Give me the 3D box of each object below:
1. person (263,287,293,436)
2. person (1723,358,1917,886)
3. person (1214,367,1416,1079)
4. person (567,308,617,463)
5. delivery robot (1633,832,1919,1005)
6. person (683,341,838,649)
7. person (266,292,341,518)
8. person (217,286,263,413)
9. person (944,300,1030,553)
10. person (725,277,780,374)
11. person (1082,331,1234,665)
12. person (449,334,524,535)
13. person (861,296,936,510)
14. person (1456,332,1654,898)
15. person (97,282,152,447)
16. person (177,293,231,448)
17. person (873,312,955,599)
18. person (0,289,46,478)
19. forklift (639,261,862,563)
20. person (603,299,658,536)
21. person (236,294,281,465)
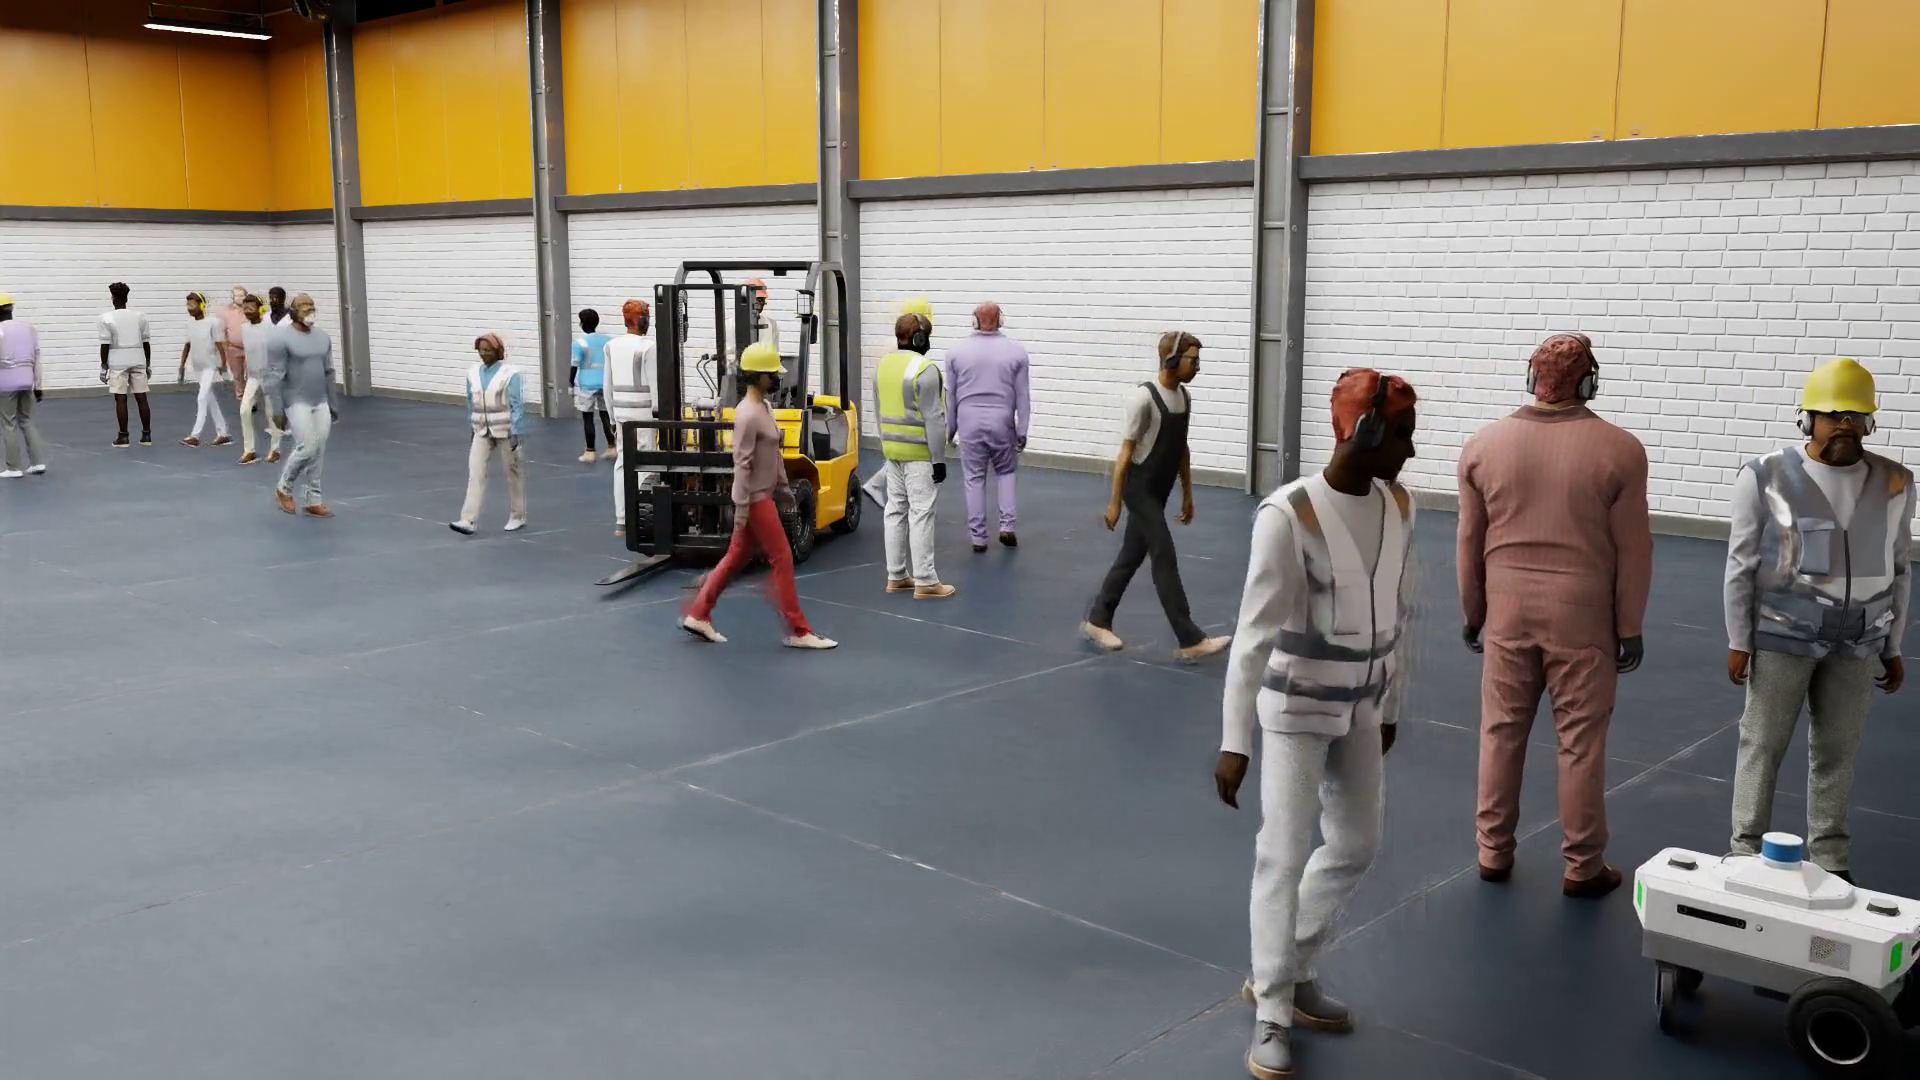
[{"bbox_3d":[-8.685,-2.256,21.116,0.599,1.888,0.831,5,10,26],"label":"person"},{"bbox_3d":[2.837,0.317,5.506,0.588,1.833,0.404,1,9,5],"label":"person"},{"bbox_3d":[0.901,0.482,4.419,0.758,1.869,0.409,-6,11,-33],"label":"person"},{"bbox_3d":[-4.018,-1.686,18.217,0.365,1.689,0.564,9,13,43],"label":"person"},{"bbox_3d":[2.259,1.054,4.606,0.707,0.478,0.477,8,12,41],"label":"delivery robot"},{"bbox_3d":[-1.165,-0.245,9.281,0.888,1.727,0.529,0,9,2],"label":"person"},{"bbox_3d":[-5.551,-1.131,14.120,0.457,1.926,0.629,4,10,23],"label":"person"},{"bbox_3d":[-10.616,-2.807,24.586,0.642,1.853,1.008,-4,10,-21],"label":"person"},{"bbox_3d":[0.203,-0.850,12.490,0.651,1.885,0.477,0,9,3],"label":"person"},{"bbox_3d":[-1.892,-1.396,15.368,0.607,2.044,0.378,-8,12,-42],"label":"person"},{"bbox_3d":[1.042,-0.235,9.015,0.990,1.784,0.552,6,11,34],"label":"person"},{"bbox_3d":[-3.735,-0.829,13.215,0.548,1.592,0.836,3,10,17],"label":"person"},{"bbox_3d":[-0.492,-1.122,14.138,0.614,1.898,0.641,2,9,9],"label":"person"},{"bbox_3d":[2.022,0.253,5.672,0.636,1.909,0.404,7,11,35],"label":"person"},{"bbox_3d":[-9.947,-2.086,19.827,0.366,1.967,0.603,8,12,41],"label":"person"},{"bbox_3d":[-9.042,-1.997,19.679,0.567,1.826,0.914,4,10,24],"label":"person"},{"bbox_3d":[-0.291,-0.544,10.759,0.429,1.844,0.627,-8,12,-39],"label":"person"},{"bbox_3d":[-9.622,-1.573,16.850,0.430,1.915,0.607,3,10,20],"label":"person"},{"bbox_3d":[-1.552,-1.040,12.721,1.214,2.155,2.313,2,9,11],"label":"forklift"},{"bbox_3d":[-2.560,-0.957,13.159,0.585,1.882,0.337,6,11,34],"label":"person"},{"bbox_3d":[-7.623,-1.730,18.019,0.518,1.843,0.715,2,9,12],"label":"person"}]
